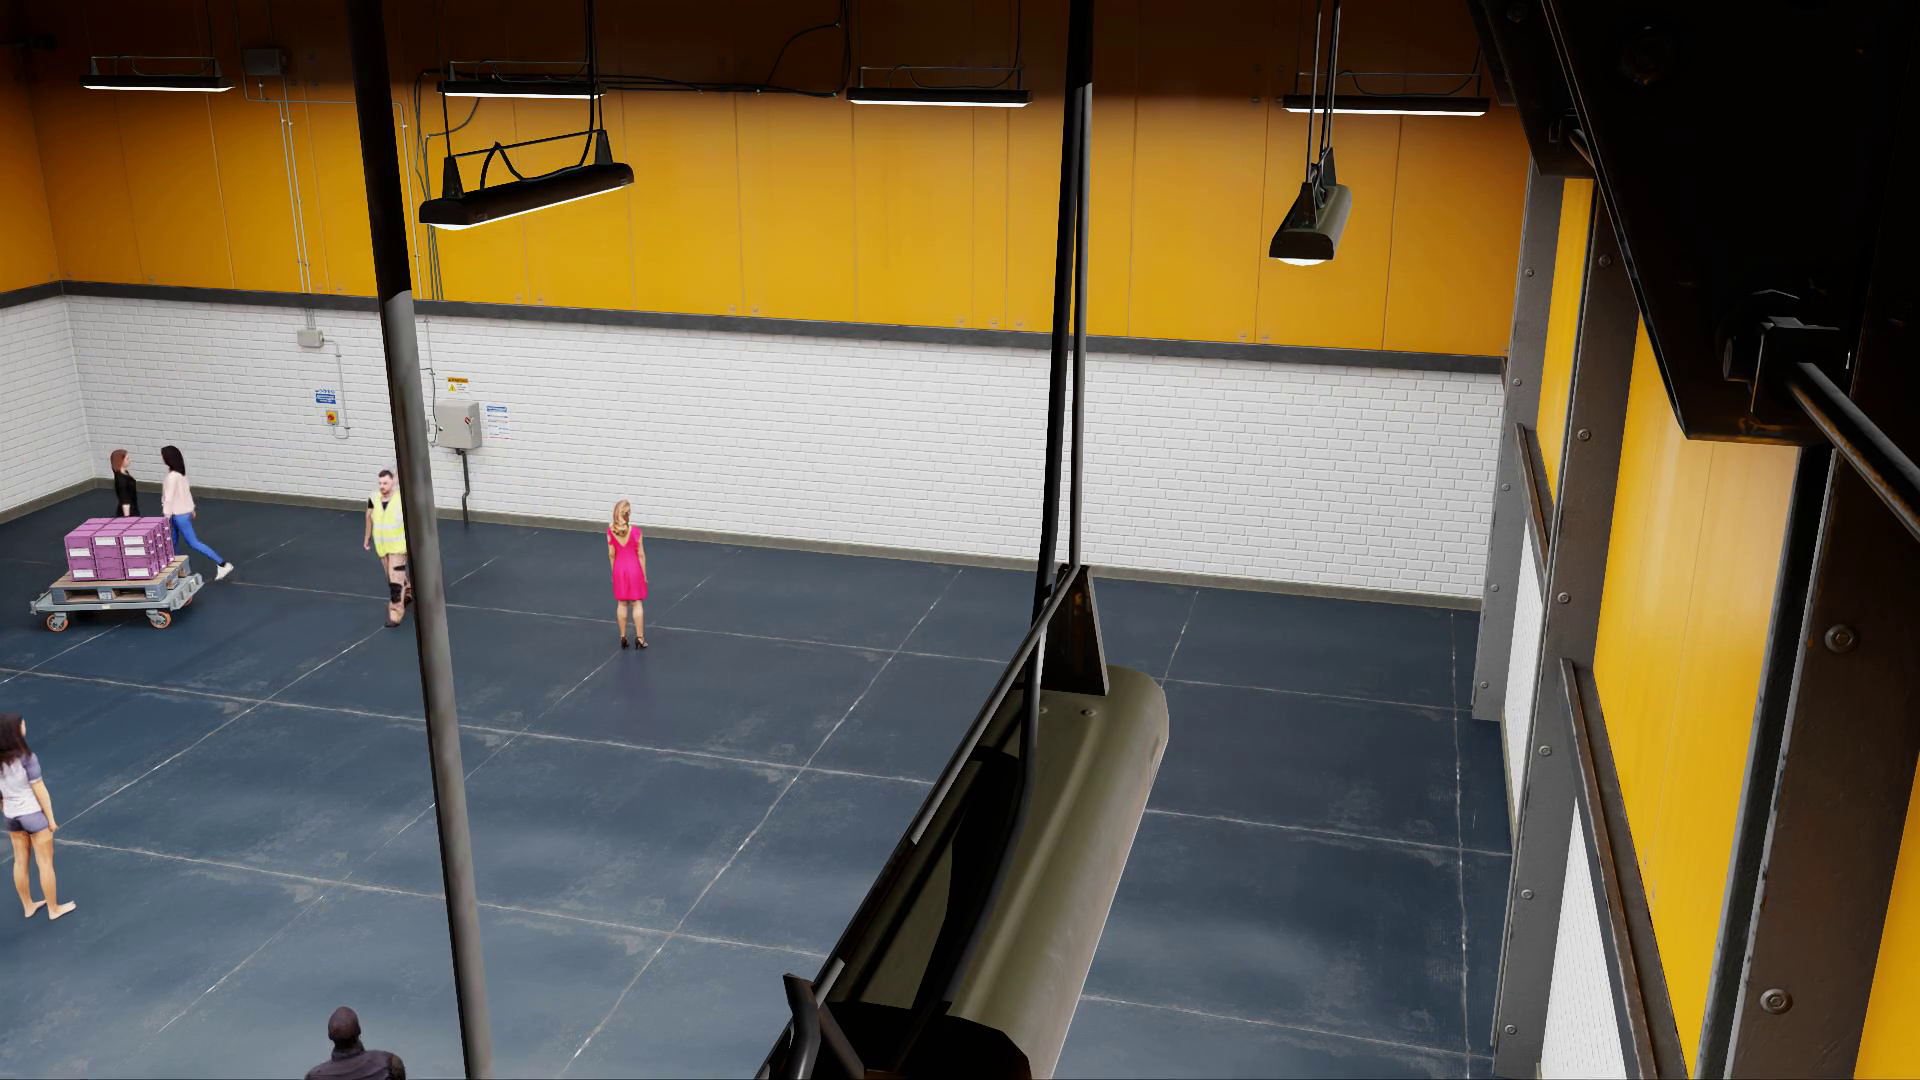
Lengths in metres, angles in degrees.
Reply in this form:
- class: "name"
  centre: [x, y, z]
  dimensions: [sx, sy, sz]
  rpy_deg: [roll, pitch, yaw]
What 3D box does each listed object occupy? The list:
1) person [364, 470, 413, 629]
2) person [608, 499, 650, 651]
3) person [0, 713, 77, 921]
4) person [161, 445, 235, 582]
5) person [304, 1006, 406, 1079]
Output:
- class: "person"
  centre: [-6.548, 0.051, 19.254]
  dimensions: [0.731, 1.802, 1.157]
  rpy_deg: [4, 19, 11]
- class: "person"
  centre: [-3.676, 0.378, 18.399]
  dimensions: [0.578, 1.728, 0.550]
  rpy_deg: [3, 19, 10]
- class: "person"
  centre: [-7.344, 2.166, 13.082]
  dimensions: [0.593, 1.732, 0.494]
  rpy_deg: [4, 19, 11]
- class: "person"
  centre: [-9.432, -0.281, 20.352]
  dimensions: [1.036, 1.731, 1.192]
  rpy_deg: [-4, 19, -11]
- class: "person"
  centre: [-3.284, 3.428, 9.185]
  dimensions: [0.848, 1.829, 0.879]
  rpy_deg: [-7, 20, -19]
